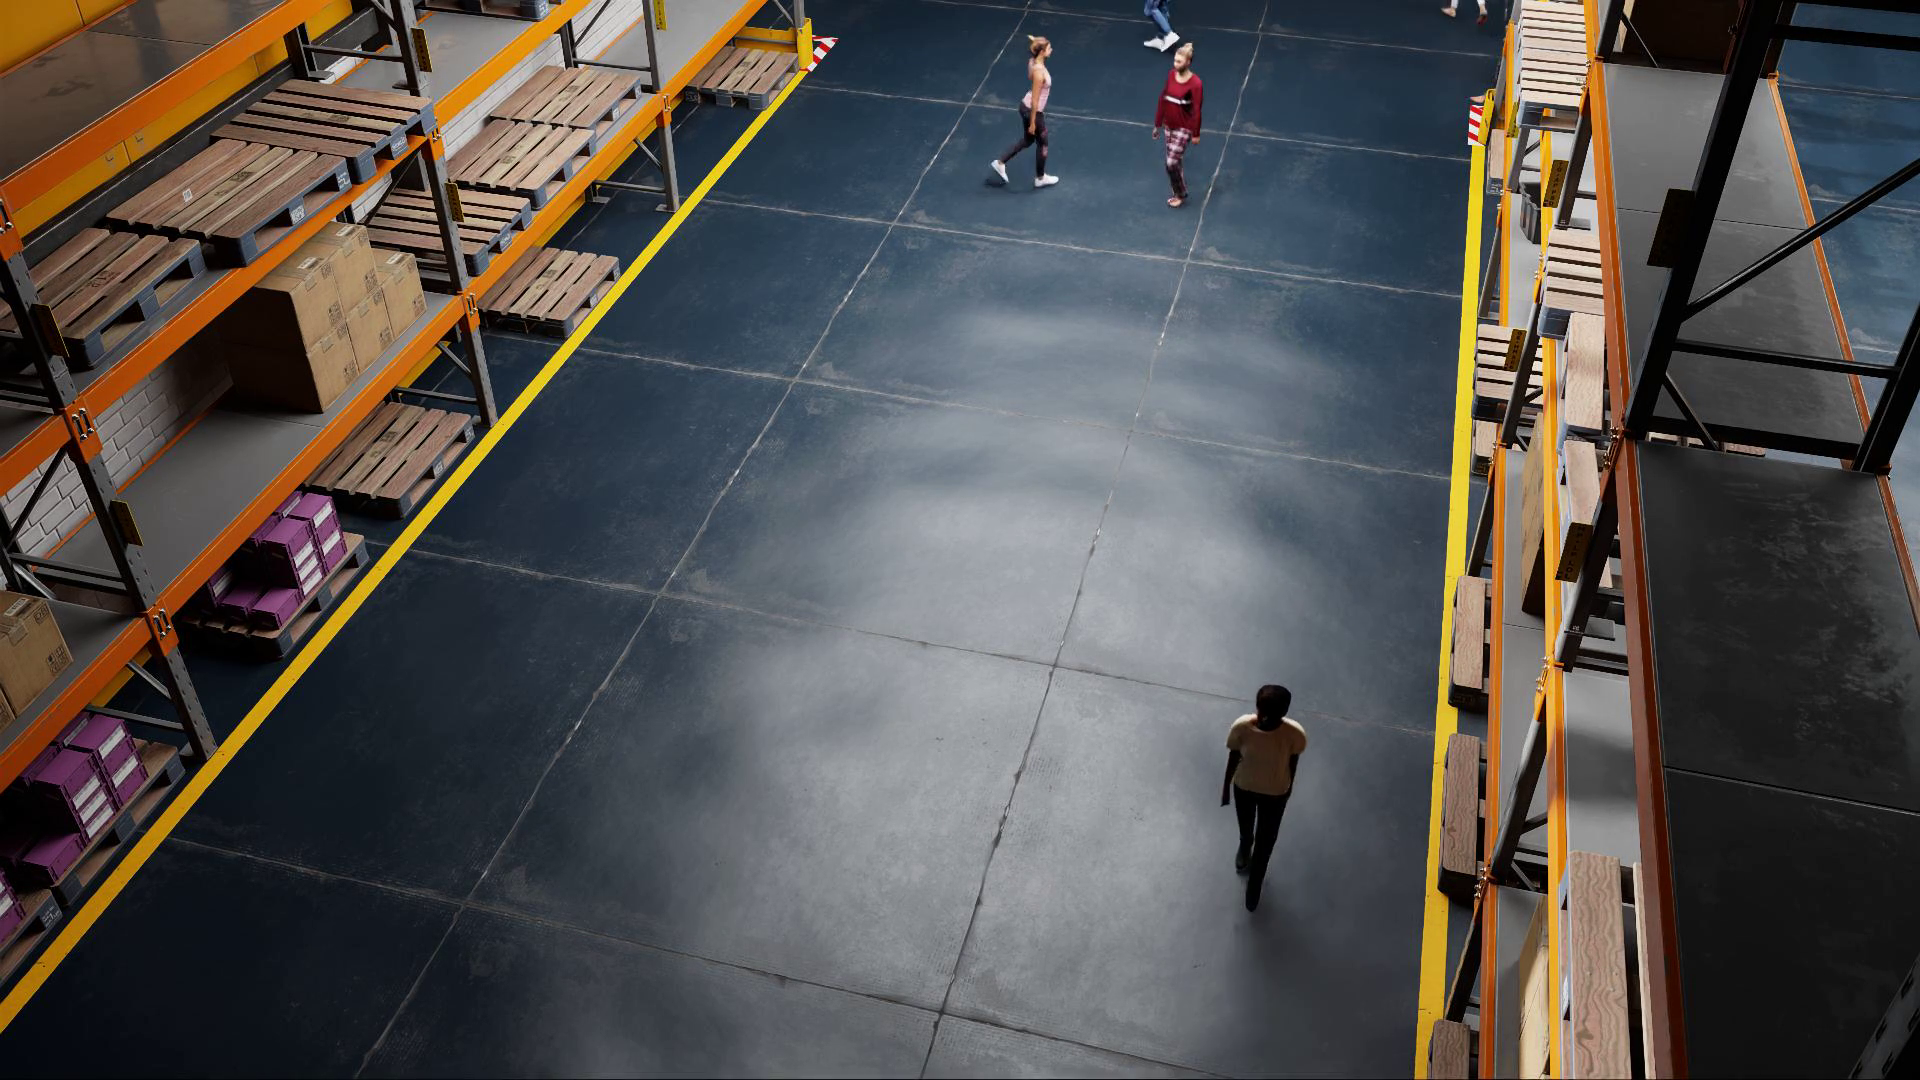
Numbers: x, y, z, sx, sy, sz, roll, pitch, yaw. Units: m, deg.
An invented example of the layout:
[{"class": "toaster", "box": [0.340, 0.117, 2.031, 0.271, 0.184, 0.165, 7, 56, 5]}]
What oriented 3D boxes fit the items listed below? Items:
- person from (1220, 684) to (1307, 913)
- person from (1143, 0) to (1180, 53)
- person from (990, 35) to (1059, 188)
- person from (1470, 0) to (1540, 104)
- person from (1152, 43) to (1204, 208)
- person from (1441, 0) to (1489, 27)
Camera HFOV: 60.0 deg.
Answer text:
[{"class": "person", "box": [1.792, 1.400, 9.852, 0.625, 1.568, 0.787, 12, 40, 15]}, {"class": "person", "box": [2.488, -6.681, 19.782, 0.843, 1.802, 0.760, 20, 43, 23]}, {"class": "person", "box": [0.669, -4.377, 17.037, 0.878, 1.629, 0.958, -3, 39, -4]}, {"class": "person", "box": [6.415, -5.649, 18.590, 0.837, 1.678, 1.129, 3, 39, 4]}, {"class": "person", "box": [2.256, -4.176, 16.737, 0.814, 1.689, 0.764, -26, 45, -28]}, {"class": "person", "box": [6.368, -7.178, 20.511, 0.920, 1.669, 1.095, -12, 40, -14]}]
